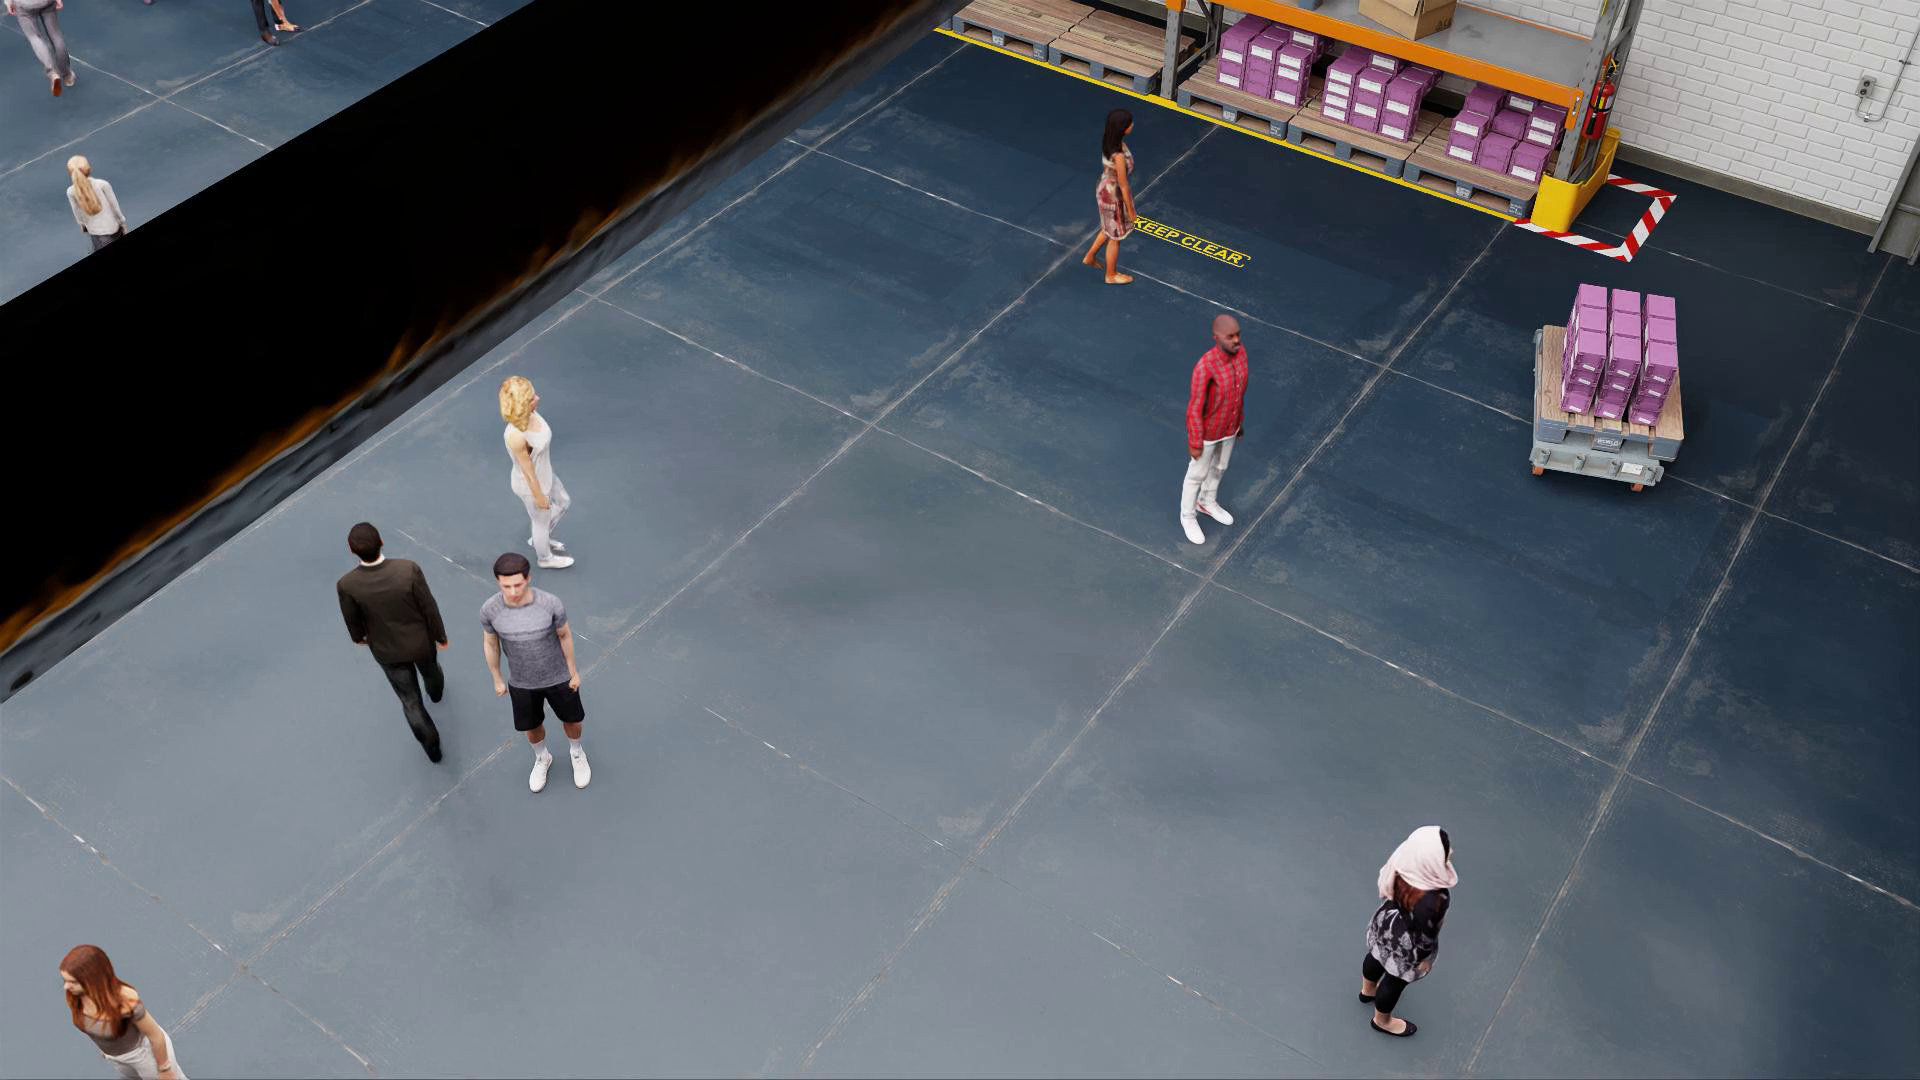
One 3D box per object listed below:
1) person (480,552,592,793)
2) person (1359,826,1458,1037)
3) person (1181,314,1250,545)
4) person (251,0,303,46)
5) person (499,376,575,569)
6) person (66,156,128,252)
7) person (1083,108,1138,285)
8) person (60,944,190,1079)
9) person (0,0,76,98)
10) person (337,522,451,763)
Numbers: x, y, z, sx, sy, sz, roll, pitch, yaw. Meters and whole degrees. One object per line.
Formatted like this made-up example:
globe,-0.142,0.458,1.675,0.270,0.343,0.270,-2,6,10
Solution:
person,-2.516,0.776,9.953,0.714,1.872,0.789,-5,44,-5
person,2.355,2.046,8.789,0.806,1.638,0.751,-5,44,-5
person,1.780,-0.815,11.660,0.723,1.819,0.679,-29,51,-27
person,-7.271,-6.093,17.151,0.650,1.890,0.734,17,46,17
person,-2.992,-0.428,11.368,0.728,1.663,0.693,1,44,1
person,-7.190,-2.605,13.957,0.768,1.244,0.933,-19,47,-19
person,1.224,-2.856,13.934,0.873,1.639,0.822,-4,44,-4
person,-4.064,2.516,8.234,0.517,1.724,0.688,18,46,18
person,-9.074,-5.257,16.252,0.961,1.918,1.108,-17,46,-17
person,-3.389,0.671,10.133,1.036,1.775,1.154,-14,45,-15
